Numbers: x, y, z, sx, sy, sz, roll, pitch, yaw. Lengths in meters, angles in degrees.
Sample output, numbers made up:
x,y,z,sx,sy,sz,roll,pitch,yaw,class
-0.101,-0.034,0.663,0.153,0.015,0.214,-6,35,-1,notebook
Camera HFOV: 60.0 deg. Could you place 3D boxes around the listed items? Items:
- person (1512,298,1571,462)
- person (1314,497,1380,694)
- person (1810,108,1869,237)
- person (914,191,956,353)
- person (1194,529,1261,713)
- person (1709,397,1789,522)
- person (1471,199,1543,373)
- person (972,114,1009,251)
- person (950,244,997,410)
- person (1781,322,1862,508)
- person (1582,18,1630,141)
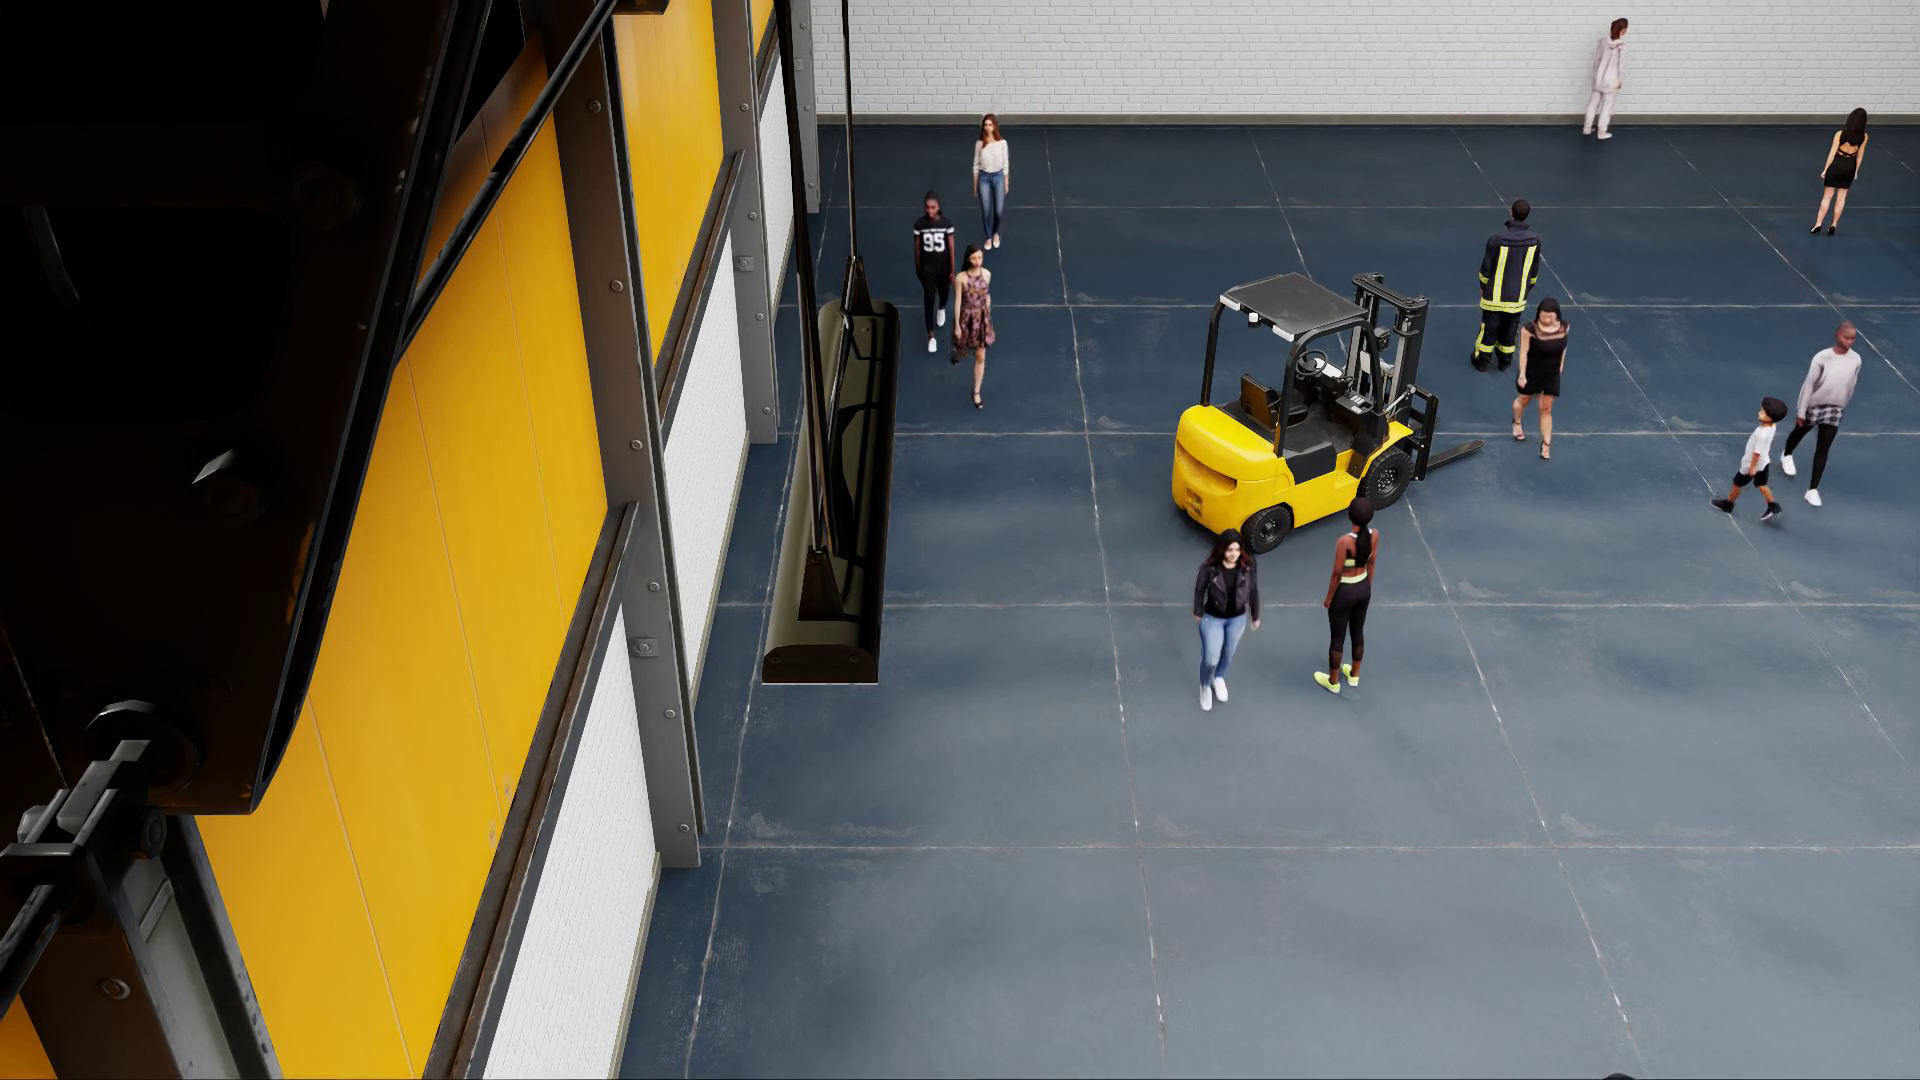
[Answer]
x,y,z,sx,sy,sz,roll,pitch,yaw,class
5.654,-1.663,16.387,0.727,1.674,1.009,-4,34,-6,person
3.090,0.436,13.157,0.635,1.753,0.625,-13,36,-19,person
11.040,-4.605,20.835,0.602,1.650,0.552,8,34,12,person
-0.260,-3.020,18.405,0.628,1.699,1.130,-2,34,-2,person
2.055,0.566,13.082,0.688,1.619,0.673,-5,34,-8,person
7.430,-0.737,15.381,0.876,1.244,0.828,27,42,34,person
5.825,-2.706,17.727,0.762,1.928,0.627,0,34,0,person
0.389,-4.441,20.525,0.614,1.719,0.596,3,34,5,person
0.092,-2.245,17.186,0.889,1.758,1.086,-16,37,-23,person
8.119,-1.277,15.758,0.719,1.726,1.198,3,34,5,person
9.266,-6.624,23.836,0.790,1.690,0.703,-23,40,-30,person
